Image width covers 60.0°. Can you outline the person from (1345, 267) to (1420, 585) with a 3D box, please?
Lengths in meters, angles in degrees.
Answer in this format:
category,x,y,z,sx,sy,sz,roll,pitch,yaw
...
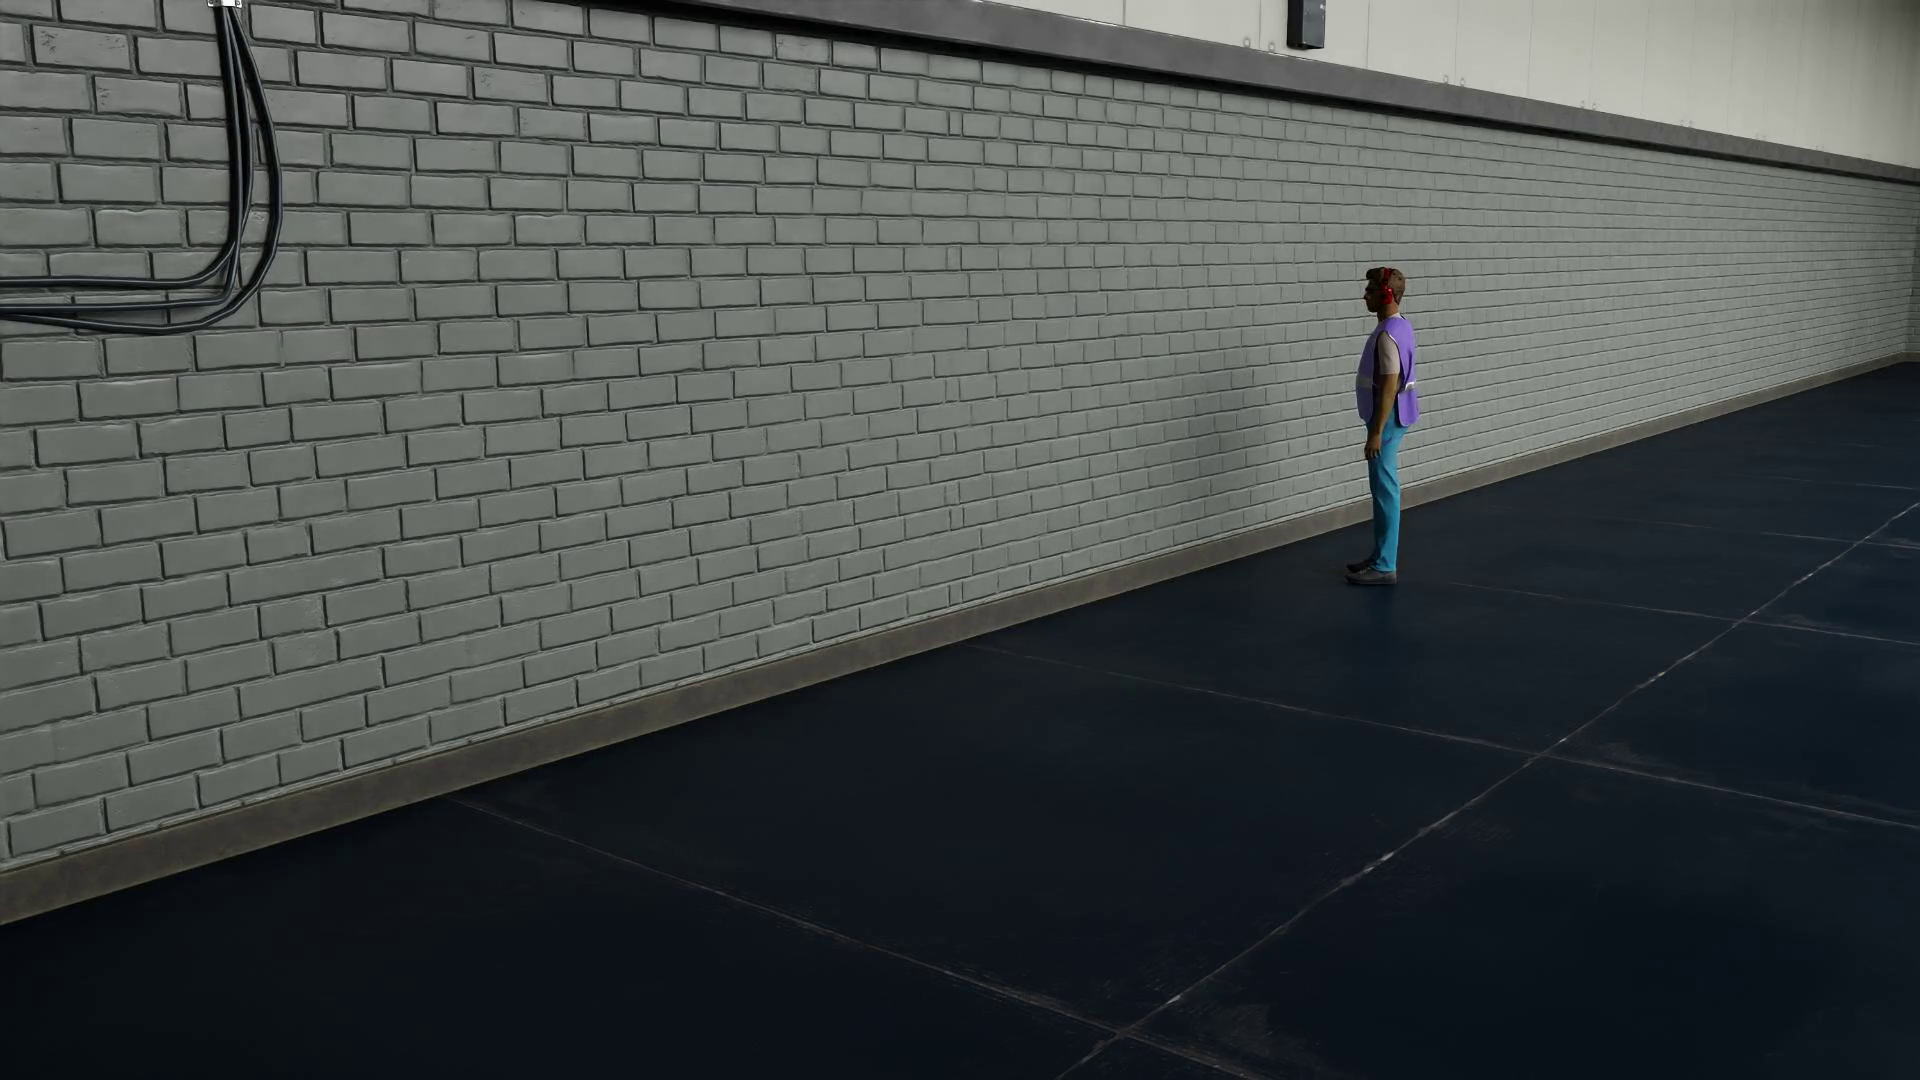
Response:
category,x,y,z,sx,sy,sz,roll,pitch,yaw
person,2.495,-0.670,9.764,0.389,1.846,0.567,3,11,16
